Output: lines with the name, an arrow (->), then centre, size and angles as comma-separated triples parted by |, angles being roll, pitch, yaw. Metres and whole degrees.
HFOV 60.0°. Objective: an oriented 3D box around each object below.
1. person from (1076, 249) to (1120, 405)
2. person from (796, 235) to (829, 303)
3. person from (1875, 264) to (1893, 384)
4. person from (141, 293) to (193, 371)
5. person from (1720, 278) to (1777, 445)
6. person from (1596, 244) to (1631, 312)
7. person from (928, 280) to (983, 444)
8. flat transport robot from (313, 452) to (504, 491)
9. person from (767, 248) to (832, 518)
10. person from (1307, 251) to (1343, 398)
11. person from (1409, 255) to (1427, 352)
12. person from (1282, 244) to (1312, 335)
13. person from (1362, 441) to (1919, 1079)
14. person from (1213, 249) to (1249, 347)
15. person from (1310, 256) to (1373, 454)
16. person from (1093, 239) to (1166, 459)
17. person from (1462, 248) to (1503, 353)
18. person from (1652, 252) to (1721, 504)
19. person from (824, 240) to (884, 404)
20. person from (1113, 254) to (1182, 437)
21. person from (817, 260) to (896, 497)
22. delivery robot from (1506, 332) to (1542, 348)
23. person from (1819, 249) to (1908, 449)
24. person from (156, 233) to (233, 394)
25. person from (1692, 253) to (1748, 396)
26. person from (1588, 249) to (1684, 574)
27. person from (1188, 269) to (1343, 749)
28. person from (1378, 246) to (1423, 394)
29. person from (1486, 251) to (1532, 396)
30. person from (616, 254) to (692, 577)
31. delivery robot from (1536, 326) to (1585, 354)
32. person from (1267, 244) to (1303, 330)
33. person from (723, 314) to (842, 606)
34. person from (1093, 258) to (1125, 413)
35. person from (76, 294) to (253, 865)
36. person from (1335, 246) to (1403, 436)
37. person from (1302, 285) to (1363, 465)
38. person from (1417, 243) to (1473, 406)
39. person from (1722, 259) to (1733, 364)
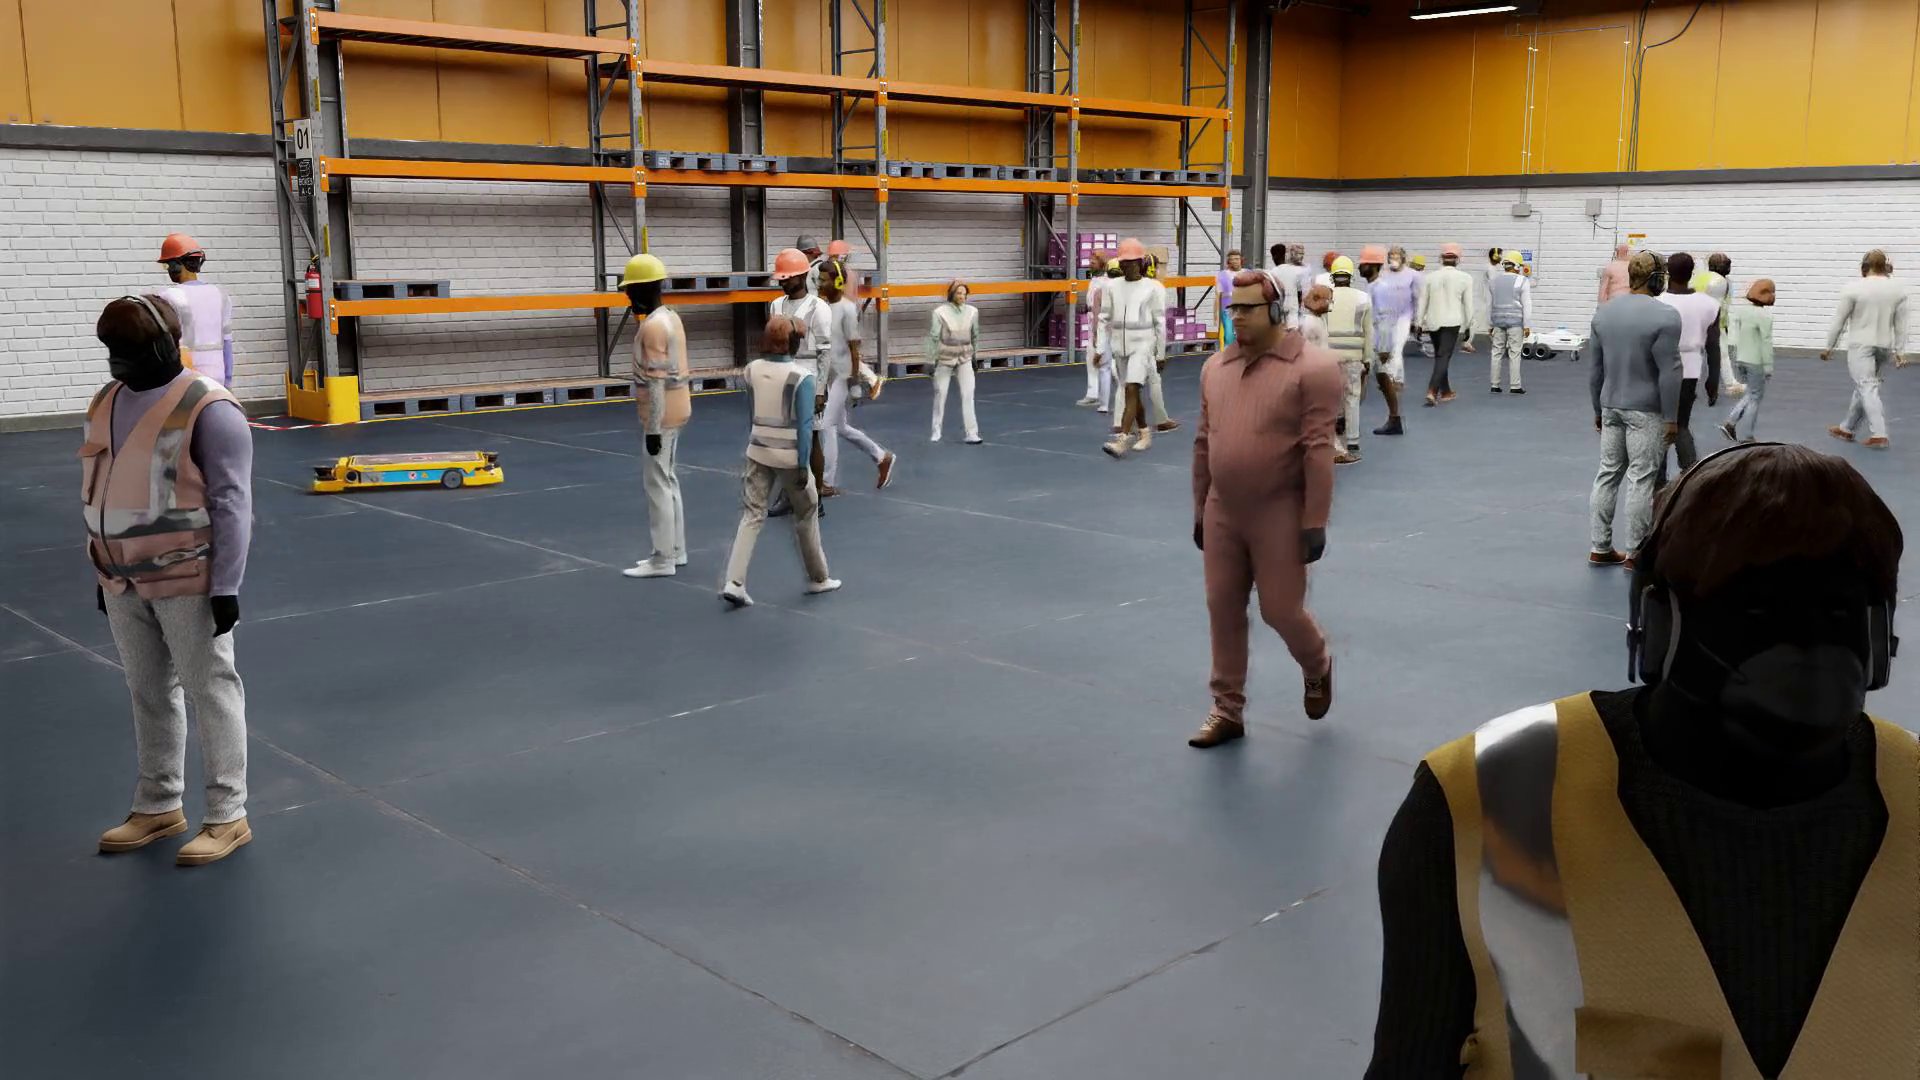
person -> 1.733, -2.522, 19.807 | 0.625, 1.870, 0.576 | -4, 11, -23
person -> -1.960, -2.944, 21.596 | 0.536, 2.000, 0.683 | -5, 11, -24
person -> 12.628, -2.970, 22.853 | 0.284, 1.633, 0.500 | 7, 13, 34
person -> -4.746, -0.646, 10.040 | 0.540, 1.677, 0.521 | 8, 13, 36
person -> 7.558, -1.669, 15.799 | 0.365, 1.618, 0.519 | 0, 10, -2
person -> 10.472, -3.753, 26.428 | 0.684, 1.884, 0.419 | -1, 10, -5
person -> -0.060, -1.727, 16.196 | 0.548, 1.591, 0.738 | -5, 11, -23
flat transport robot -> -4.454, -0.567, 13.465 | 1.431, 0.197, 0.652 | -3, 11, -18
person -> -1.172, -1.104, 11.866 | 0.542, 1.931, 0.366 | 7, 12, 33
person -> 4.454, -2.620, 20.397 | 0.569, 1.850, 0.924 | 7, 13, 34
person -> 7.841, -4.141, 29.087 | 0.882, 1.689, 0.515 | 5, 12, 27
person -> 5.189, -3.667, 25.974 | 0.655, 1.885, 0.501 | -4, 11, -20
person -> 0.688, 0.825, 1.583 | 0.625, 1.847, 0.429 | 2, 11, 9
person -> 3.828, -3.116, 23.127 | 0.610, 1.818, 0.743 | 1, 10, 4
person -> 3.530, -1.711, 15.451 | 0.590, 1.830, 0.404 | 2, 11, 11
person -> 1.552, -1.746, 15.240 | 0.608, 1.987, 1.066 | 7, 12, 32
person -> 9.126, -4.092, 28.498 | 0.998, 1.801, 0.544 | 5, 12, 27
person -> 5.321, -1.190, 12.413 | 0.615, 1.901, 0.444 | 0, 10, -2
person -> -1.358, -2.596, 19.899 | 0.780, 1.969, 0.626 | -5, 11, -25
person -> 1.891, -1.964, 16.825 | 0.923, 1.821, 0.549 | -7, 13, -35
person -> -0.876, -1.254, 12.952 | 0.818, 1.847, 0.530 | -5, 12, -27
delivery robot -> 9.196, -3.313, 27.409 | 0.707, 0.478, 0.477 | 8, 13, 37
person -> 8.714, -1.834, 15.979 | 0.635, 1.893, 1.009 | -2, 11, -8
person -> -5.368, -1.116, 11.655 | 0.399, 2.034, 0.609 | 4, 11, 21
person -> 9.486, -2.707, 20.992 | 0.959, 1.793, 0.625 | -2, 11, -9
person -> 4.053, -0.764, 9.987 | 0.361, 1.939, 0.635 | -5, 12, -26
person -> 1.206, -0.126, 6.626 | 0.662, 1.891, 0.642 | 9, 14, 42
person -> 5.558, -2.805, 21.291 | 0.643, 1.882, 1.034 | 7, 13, 34
person -> 6.972, -2.743, 21.101 | 0.403, 1.822, 0.588 | -10, 14, -44
person -> -1.819, -0.738, 9.933 | 0.415, 1.916, 0.589 | 0, 10, 0
delivery robot -> 9.712, -3.219, 26.898 | 0.707, 0.478, 0.477 | 7, 13, 34
person -> 4.800, -3.427, 24.621 | 0.635, 1.906, 1.052 | 0, 10, 0
person -> -1.013, -0.441, 9.150 | 0.519, 1.600, 0.841 | 6, 12, 32
person -> 1.774, -2.326, 18.980 | 0.533, 1.768, 0.311 | 0, 10, 0
person -> -2.578, 0.132, 5.389 | 0.621, 1.838, 0.429 | 4, 11, 22
person -> 4.079, -1.998, 16.804 | 0.962, 1.896, 0.546 | 1, 10, 8
person -> 3.155, -1.465, 14.764 | 0.849, 1.585, 0.515 | 4, 11, 19
person -> 5.799, -2.591, 19.978 | 0.624, 1.940, 1.048 | 8, 13, 37
person -> 11.915, -3.610, 26.225 | 0.536, 1.682, 0.555 | -8, 13, -36
